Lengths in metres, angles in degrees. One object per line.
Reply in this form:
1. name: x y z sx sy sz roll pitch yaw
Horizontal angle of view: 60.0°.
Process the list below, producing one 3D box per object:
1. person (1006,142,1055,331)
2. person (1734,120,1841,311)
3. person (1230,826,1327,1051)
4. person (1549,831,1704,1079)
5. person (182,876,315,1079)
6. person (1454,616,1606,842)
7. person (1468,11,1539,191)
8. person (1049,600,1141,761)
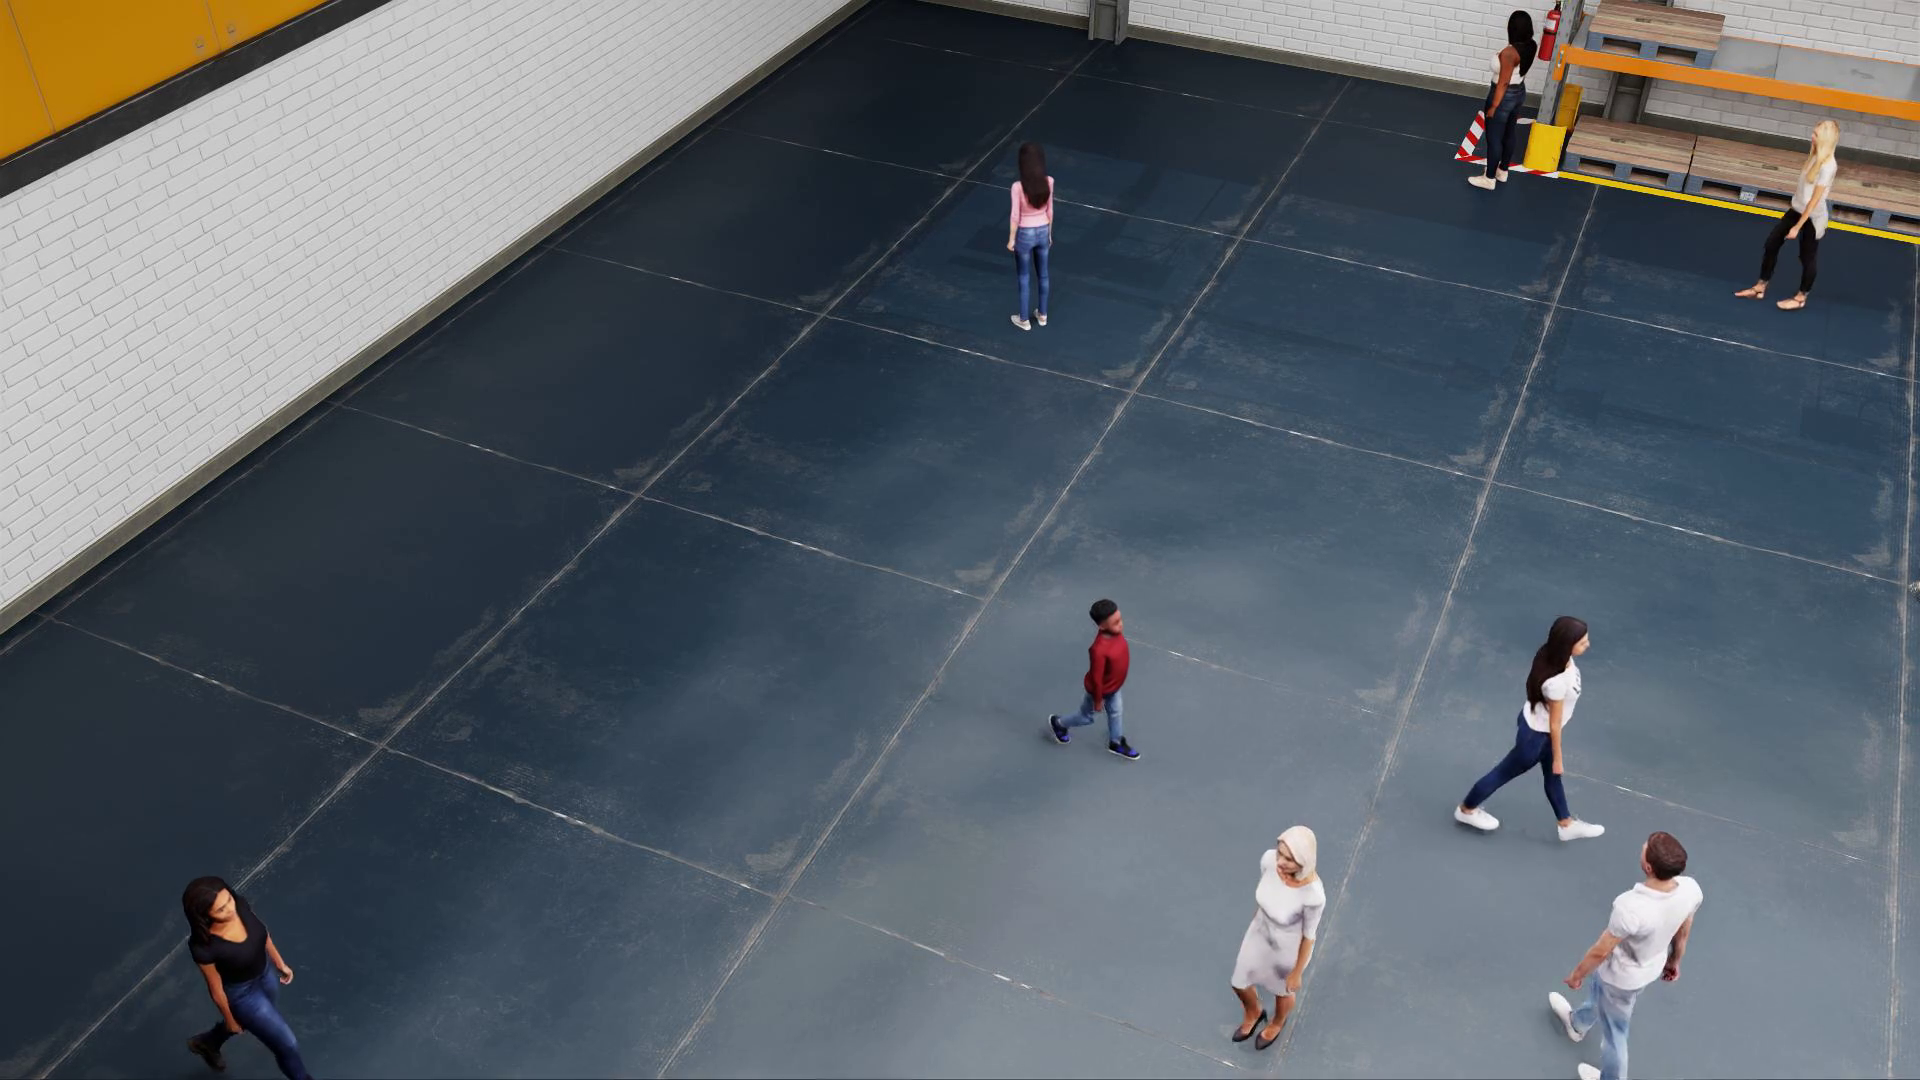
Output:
1. person: 0.626 -2.644 14.470 0.649 1.741 0.699 -14 41 -17
2. person: 7.560 -2.830 14.659 0.940 1.797 0.817 -3 39 -3
3. person: 1.717 2.030 8.625 0.739 1.733 0.648 -27 46 -29
4. person: 3.412 2.215 8.317 0.994 1.827 1.082 -18 42 -21
5. person: -3.644 2.254 8.361 1.138 1.711 0.768 6 39 7
6. person: 3.274 1.135 9.751 1.114 1.725 0.688 11 40 14
7. person: 5.470 -4.390 16.604 0.726 1.807 0.733 -29 47 -31
8. person: 0.845 0.878 10.463 0.843 1.238 0.549 20 43 23
